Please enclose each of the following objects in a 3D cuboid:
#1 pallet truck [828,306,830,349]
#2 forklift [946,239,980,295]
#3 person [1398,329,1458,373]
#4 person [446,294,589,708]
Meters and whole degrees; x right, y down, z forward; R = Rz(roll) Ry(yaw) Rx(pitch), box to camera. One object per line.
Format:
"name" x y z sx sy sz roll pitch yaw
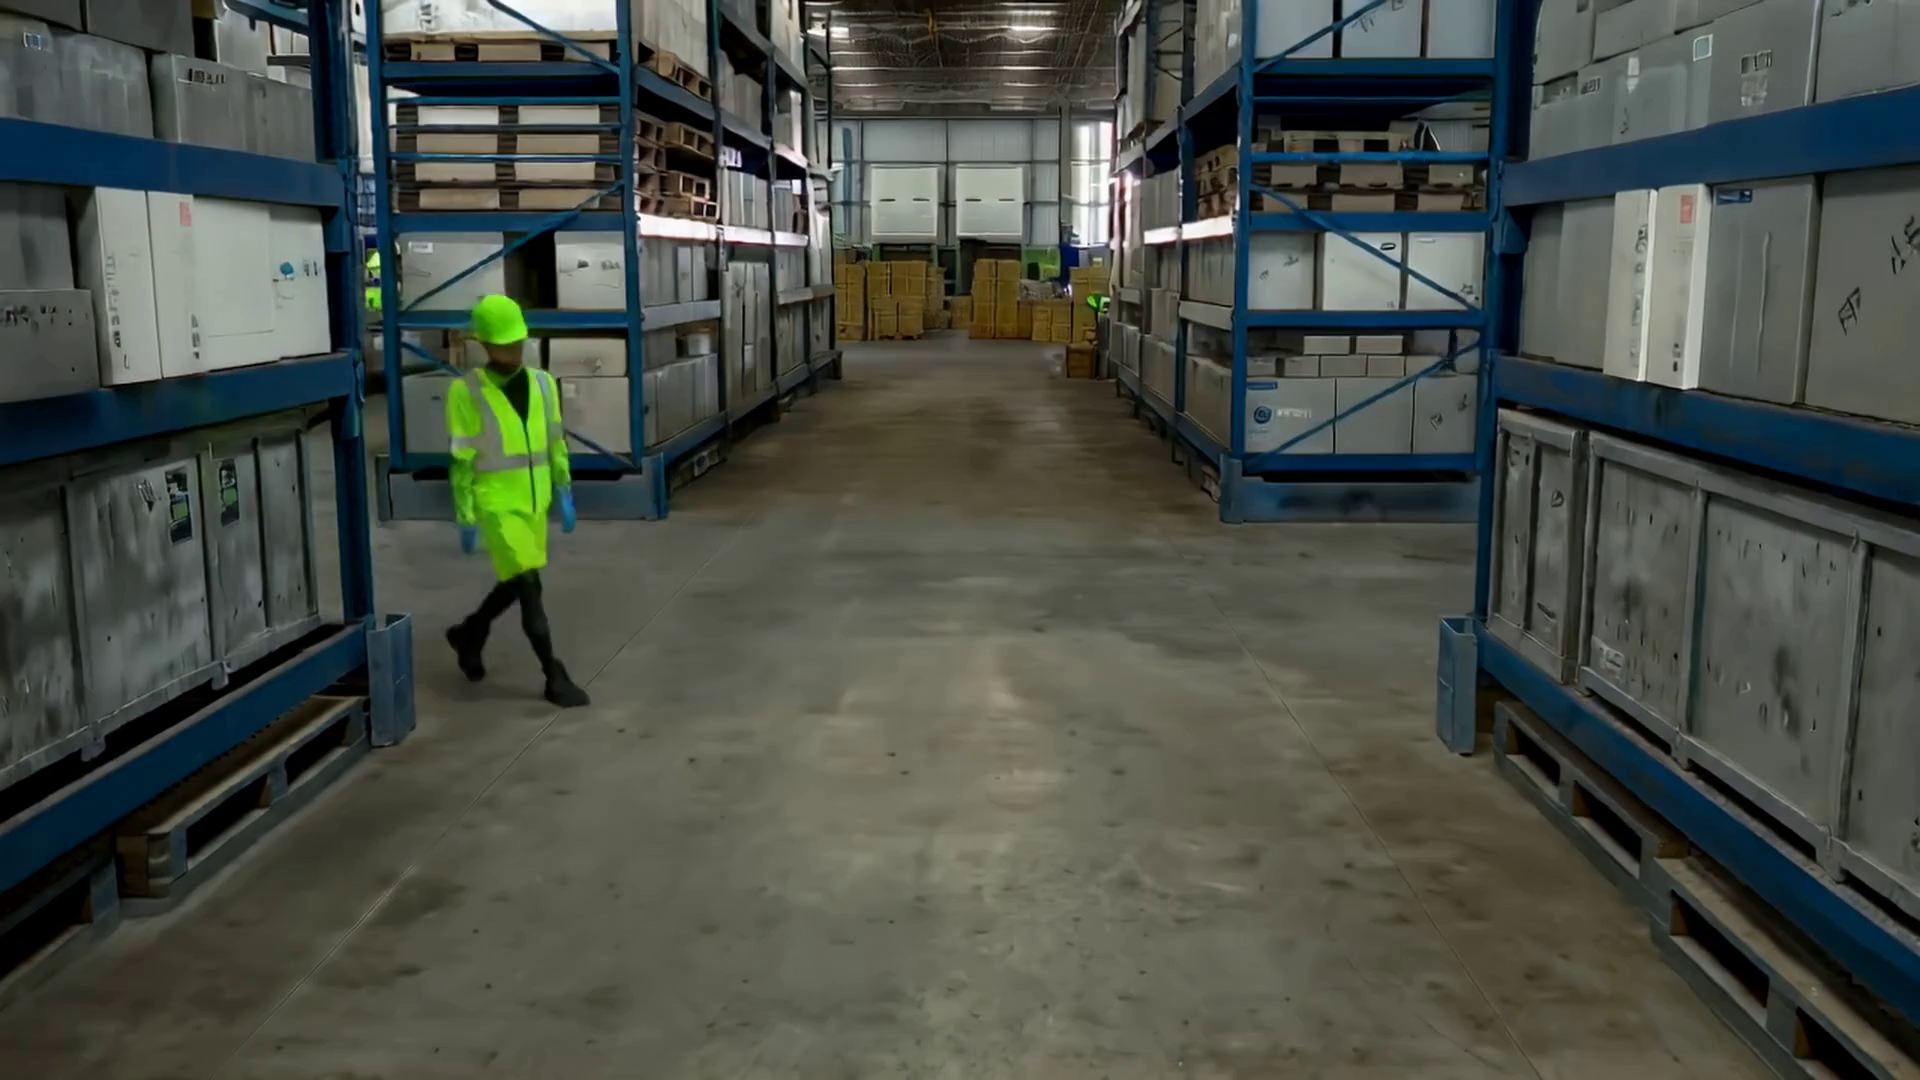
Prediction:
"pallet truck" -3.100 -3.940 29.800 1.885 1.965 0.823 3 10 19
"forklift" 0.254 -8.962 57.245 1.873 2.768 1.129 8 12 40
"person" 4.944 -1.826 17.672 0.633 1.817 0.751 -1 10 -5
"person" -2.113 -0.192 7.687 0.897 1.887 0.600 8 12 39
